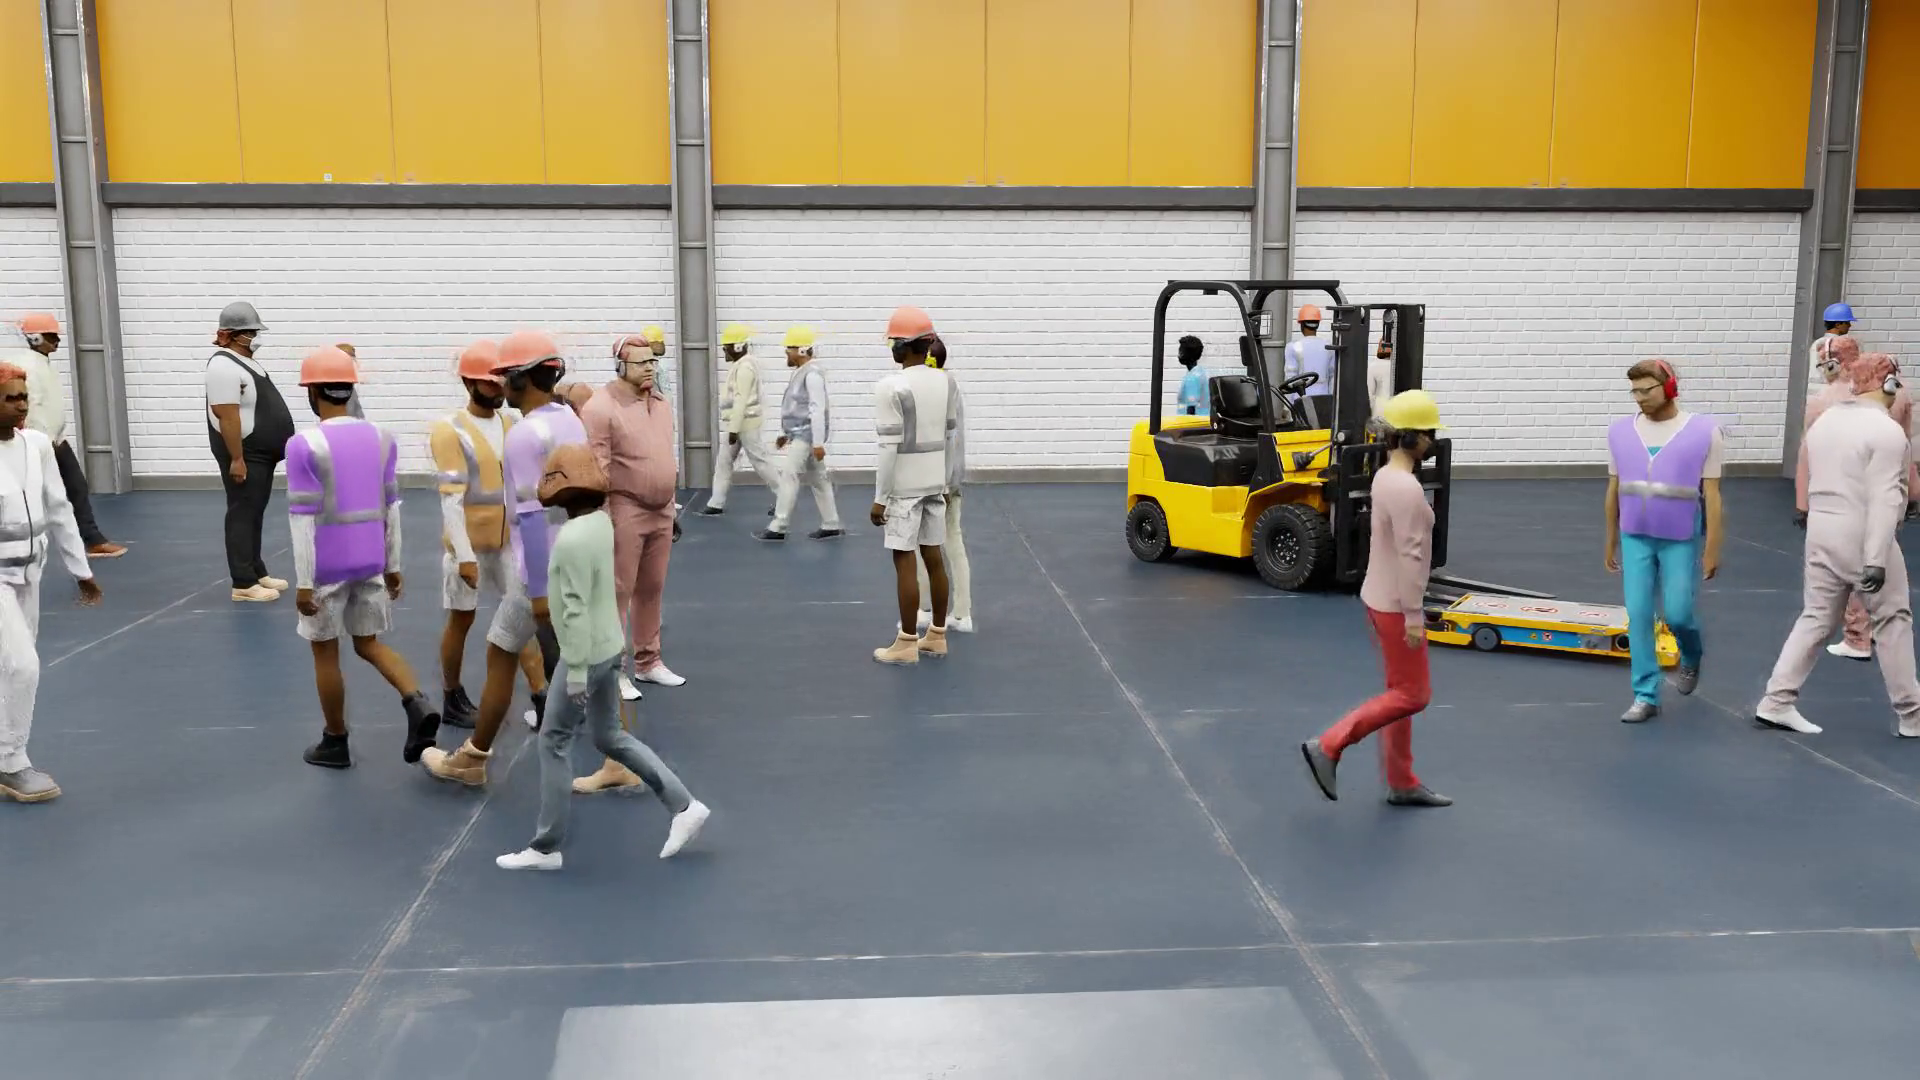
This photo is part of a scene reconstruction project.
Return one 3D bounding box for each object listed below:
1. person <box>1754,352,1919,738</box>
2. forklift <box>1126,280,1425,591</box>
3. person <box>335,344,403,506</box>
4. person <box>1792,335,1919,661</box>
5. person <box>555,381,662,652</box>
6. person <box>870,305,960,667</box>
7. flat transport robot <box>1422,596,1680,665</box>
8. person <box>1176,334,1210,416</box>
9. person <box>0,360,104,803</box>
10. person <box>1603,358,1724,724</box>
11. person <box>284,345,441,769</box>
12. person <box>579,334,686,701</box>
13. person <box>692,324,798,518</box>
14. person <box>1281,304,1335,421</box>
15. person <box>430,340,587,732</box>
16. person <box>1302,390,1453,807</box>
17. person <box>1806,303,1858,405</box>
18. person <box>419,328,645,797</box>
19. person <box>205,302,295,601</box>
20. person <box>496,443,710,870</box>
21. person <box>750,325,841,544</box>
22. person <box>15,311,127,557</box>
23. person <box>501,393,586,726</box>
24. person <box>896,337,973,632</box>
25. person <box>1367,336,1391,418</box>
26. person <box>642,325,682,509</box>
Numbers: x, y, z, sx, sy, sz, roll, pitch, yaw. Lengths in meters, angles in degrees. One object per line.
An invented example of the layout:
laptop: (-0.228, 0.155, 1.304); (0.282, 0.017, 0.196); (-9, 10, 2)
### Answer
person: (4.305, 0.028, 8.007); (0.876, 1.856, 0.653); (-2, 9, -11)
forklift: (2.301, -0.860, 12.475); (1.214, 2.155, 2.313); (-6, 11, -35)
person: (-5.577, -1.001, 15.276); (0.865, 1.584, 0.506); (-1, 9, -8)
person: (5.147, -0.241, 9.598); (0.729, 1.871, 0.503); (-2, 9, -15)
person: (-2.139, -0.129, 9.719); (0.793, 1.609, 0.508); (5, 10, 27)
person: (-0.273, -0.304, 9.447); (0.365, 2.048, 0.607); (8, 12, 41)
flat transport robot: (3.522, 0.513, 9.874); (1.431, 0.197, 0.652); (5, 10, 29)
person: (2.097, -0.995, 14.906); (0.391, 1.684, 0.550); (2, 9, 13)
person: (-3.976, 0.176, 7.002); (0.606, 1.860, 0.615); (2, 9, 10)
person: (3.532, -0.011, 8.344); (0.587, 1.812, 0.651); (8, 12, 39)
person: (-2.667, 0.102, 7.332); (0.690, 1.917, 0.541); (6, 11, 33)
person: (-1.692, -0.126, 8.769); (0.403, 1.906, 0.651); (5, 10, 29)
person: (-1.943, -1.080, 15.160); (0.938, 1.787, 0.585); (-2, 9, -15)
person: (3.424, -1.353, 16.388); (0.551, 1.932, 0.378); (-2, 9, -12)
person: (-2.196, 0.010, 7.924); (0.912, 1.897, 0.568); (5, 10, 29)
person: (1.750, 0.258, 6.816); (0.557, 1.753, 0.538); (1, 9, 6)
person: (8.364, -1.301, 16.016); (0.389, 1.949, 0.604); (1, 9, 5)
person: (-1.798, 0.109, 7.043); (1.010, 1.983, 0.622); (2, 9, 13)
person: (-4.844, -0.612, 11.403); (0.539, 2.000, 0.688); (-2, 9, -12)
person: (-1.334, 0.436, 6.202); (0.736, 1.600, 0.517); (0, 9, 2)
person: (-1.374, -0.859, 13.717); (0.863, 1.797, 0.609); (-2, 9, -10)
person: (-7.132, -0.793, 12.851); (1.027, 1.949, 0.613); (-1, 9, -6)
person: (-2.041, -0.028, 8.202); (0.463, 1.893, 0.599); (-1, 9, -3)
person: (-0.167, -0.339, 10.308); (0.604, 1.842, 0.549); (5, 10, 28)
person: (4.253, -1.229, 16.550); (0.498, 1.633, 0.284); (-1, 9, -3)
person: (-2.885, -1.151, 15.717); (0.487, 1.744, 0.294); (6, 11, 33)
